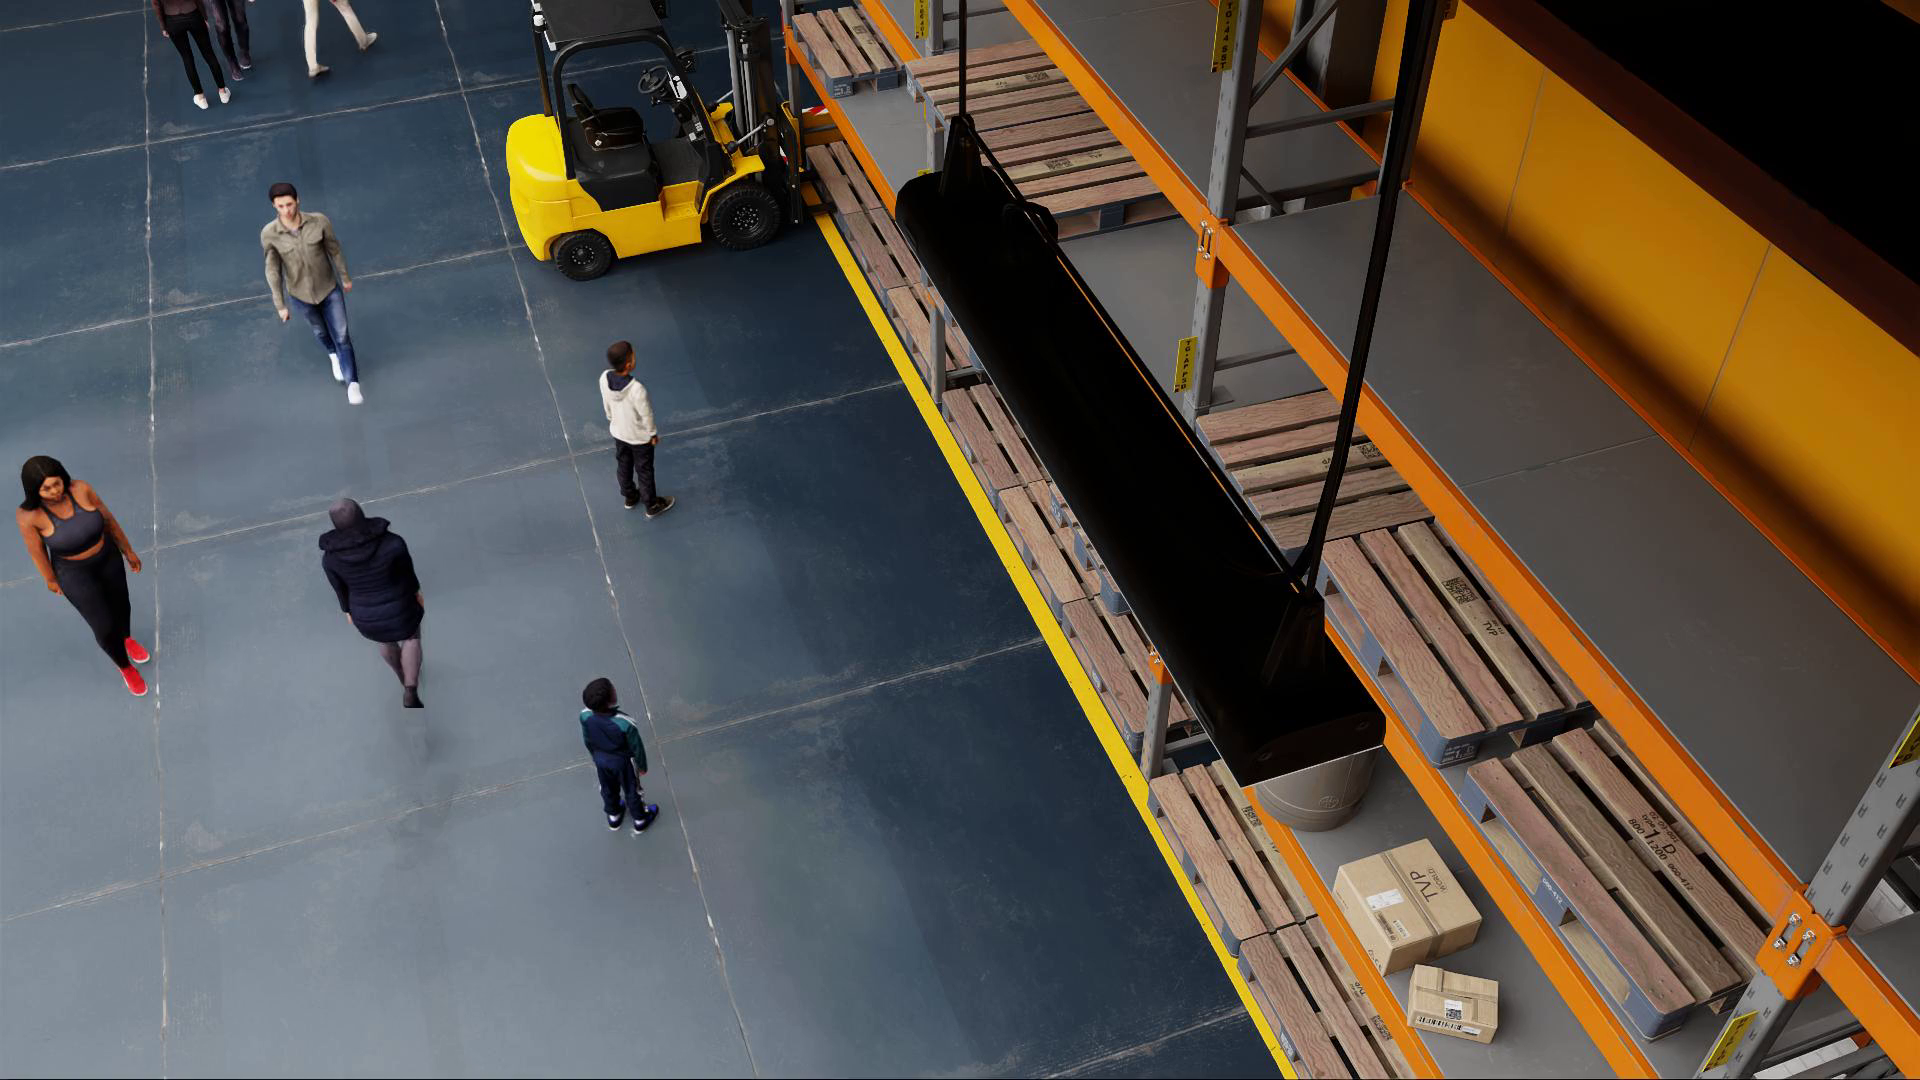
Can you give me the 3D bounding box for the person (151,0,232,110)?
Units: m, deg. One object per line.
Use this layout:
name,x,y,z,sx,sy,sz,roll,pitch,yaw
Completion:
person,-7.470,-4.988,16.019,0.627,1.703,0.548,-20,47,-20

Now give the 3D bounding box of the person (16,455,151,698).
person,-5.590,0.120,10.586,0.949,1.799,0.875,25,49,24

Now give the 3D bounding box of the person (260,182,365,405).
person,-4.955,-1.954,12.749,0.727,1.820,1.100,-15,46,-15

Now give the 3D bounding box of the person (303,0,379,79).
person,-6.414,-5.475,16.460,1.125,1.799,1.288,12,45,13

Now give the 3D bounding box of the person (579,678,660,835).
person,-2.030,1.267,9.777,0.572,1.256,0.605,9,44,10

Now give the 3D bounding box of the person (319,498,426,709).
person,-3.592,0.442,10.352,0.741,1.657,0.921,-8,44,-8

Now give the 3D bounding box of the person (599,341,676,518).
person,-2.332,-0.776,11.780,0.640,1.450,0.721,23,48,22
